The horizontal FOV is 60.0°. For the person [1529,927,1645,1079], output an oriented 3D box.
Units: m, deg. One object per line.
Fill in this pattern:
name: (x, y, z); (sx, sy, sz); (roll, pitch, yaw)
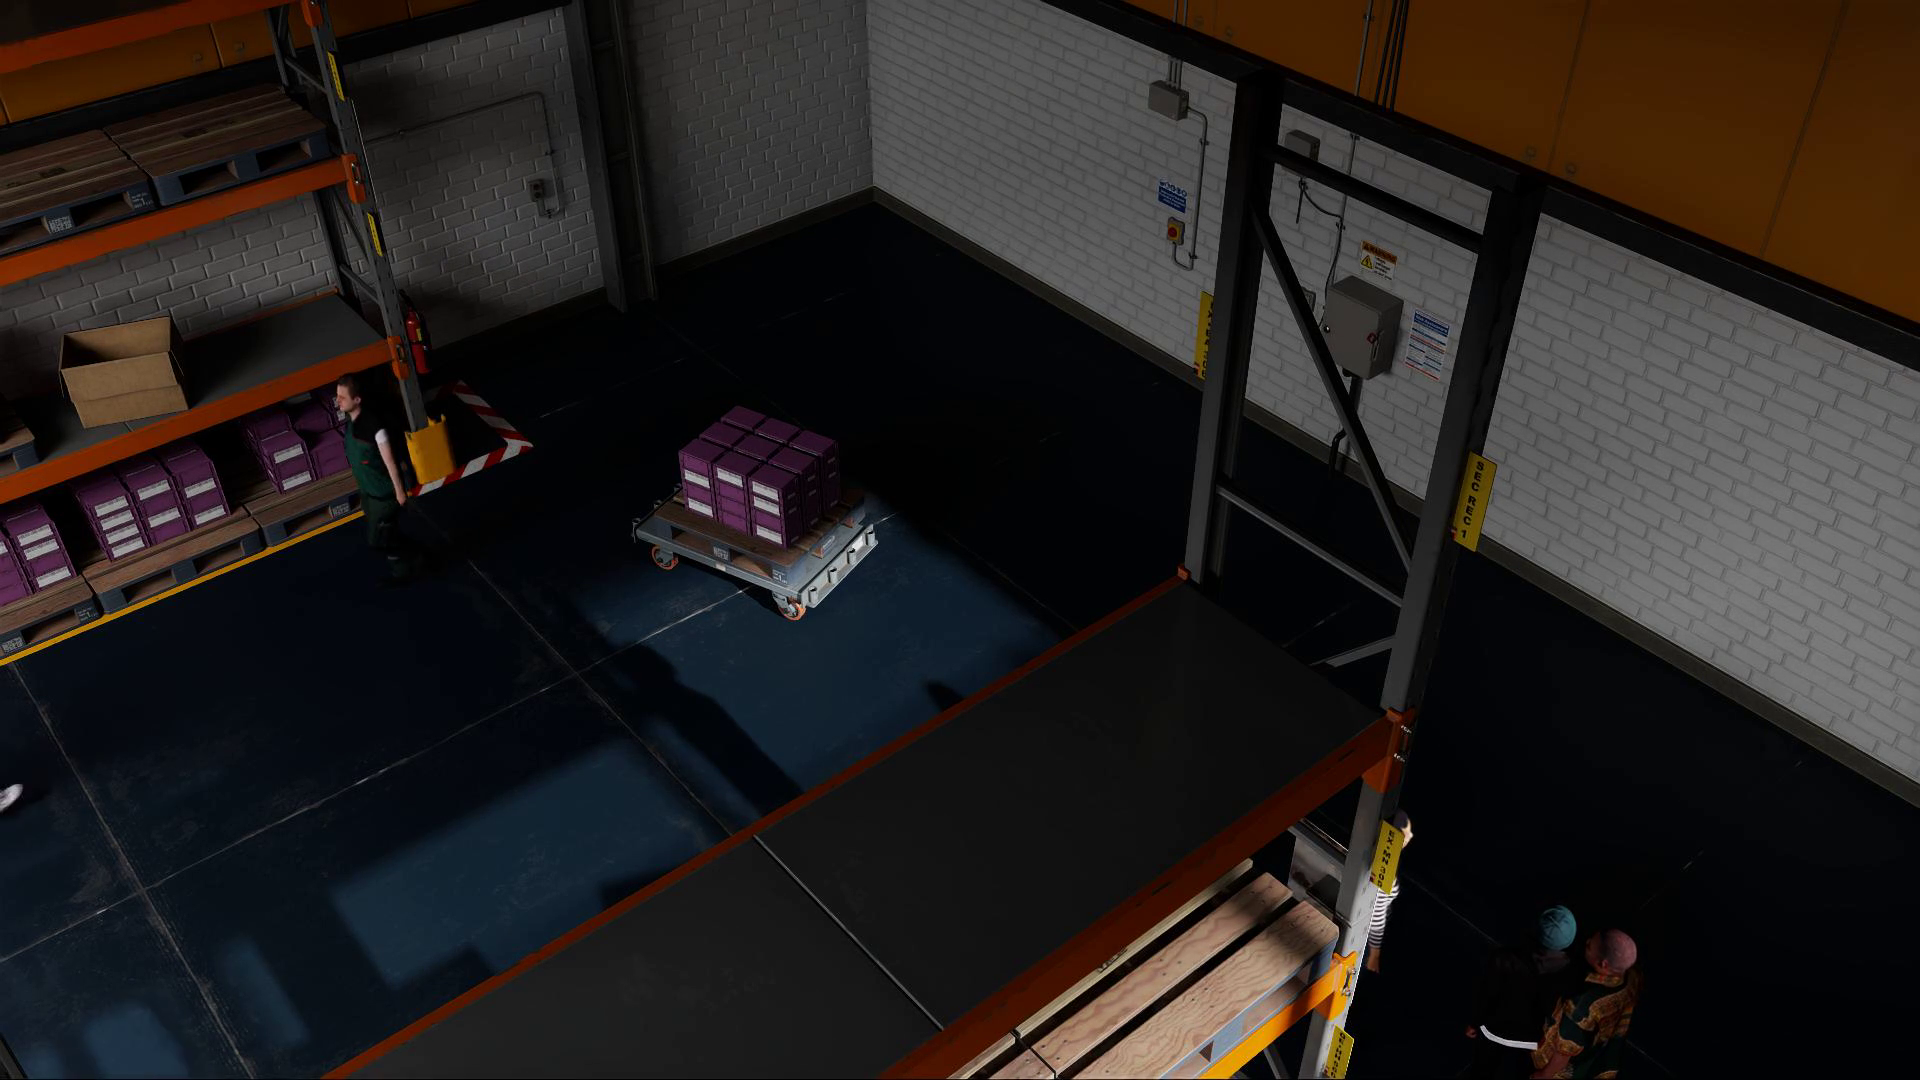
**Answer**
person: (3.036, 2.529, 8.212); (0.596, 1.808, 0.759); (-30, 48, -32)

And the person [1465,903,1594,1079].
person: (2.800, 2.435, 8.321); (0.756, 1.818, 0.807); (5, 39, 6)

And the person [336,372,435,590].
person: (-4.085, -0.419, 11.884); (0.687, 1.832, 0.648); (-29, 47, -31)

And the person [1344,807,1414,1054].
person: (2.127, 2.051, 8.820); (0.697, 1.796, 0.647); (1, 39, 2)
